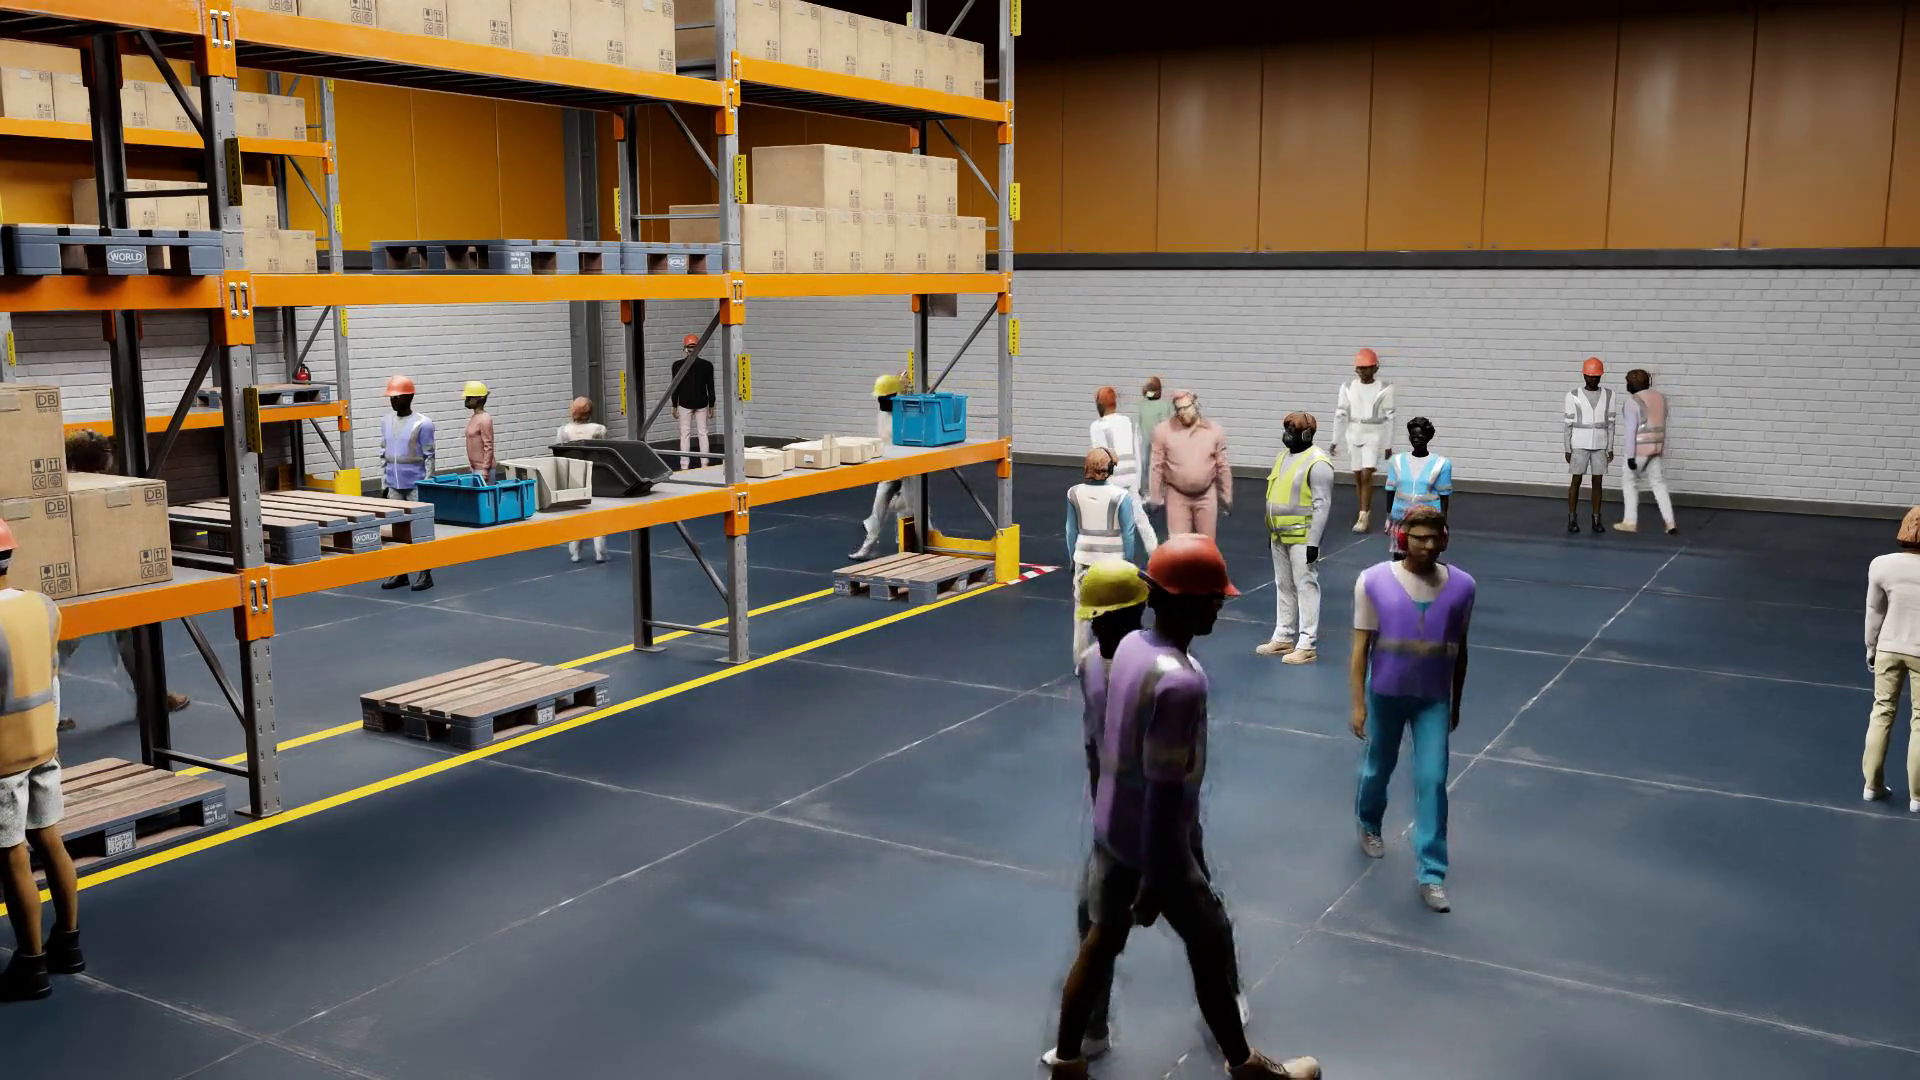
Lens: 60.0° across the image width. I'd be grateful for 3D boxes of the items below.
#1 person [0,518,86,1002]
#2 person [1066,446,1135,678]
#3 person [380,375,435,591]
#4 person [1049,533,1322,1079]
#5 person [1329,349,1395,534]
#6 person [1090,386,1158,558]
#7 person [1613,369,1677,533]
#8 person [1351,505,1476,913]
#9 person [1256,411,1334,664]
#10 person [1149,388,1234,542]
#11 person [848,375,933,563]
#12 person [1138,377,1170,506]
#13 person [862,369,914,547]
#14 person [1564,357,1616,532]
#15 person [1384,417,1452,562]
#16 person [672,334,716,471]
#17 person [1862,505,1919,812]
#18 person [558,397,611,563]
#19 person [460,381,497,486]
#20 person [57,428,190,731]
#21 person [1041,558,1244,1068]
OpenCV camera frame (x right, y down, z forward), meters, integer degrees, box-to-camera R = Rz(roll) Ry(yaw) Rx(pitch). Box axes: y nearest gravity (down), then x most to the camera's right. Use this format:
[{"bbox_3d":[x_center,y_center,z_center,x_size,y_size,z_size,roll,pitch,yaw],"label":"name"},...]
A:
[{"bbox_3d":[-3.748,0.839,6.515,0.375,1.933,0.550,1,9,5],"label":"person"},{"bbox_3d":[0.978,0.169,11.614,0.514,1.641,0.307,5,10,28],"label":"person"},{"bbox_3d":[-4.966,-0.509,14.912,0.543,1.940,0.361,3,10,17],"label":"person"},{"bbox_3d":[0.737,0.966,5.538,1.011,1.992,0.634,-3,9,-15],"label":"person"},{"bbox_3d":[4.383,-1.077,18.221,0.614,2.009,0.829,7,11,37],"label":"person"},{"bbox_3d":[1.522,-0.540,15.612,0.596,1.797,1.153,-6,11,-34],"label":"person"},{"bbox_3d":[7.534,-0.956,18.150,0.644,1.809,0.677,-4,10,-25],"label":"person"},{"bbox_3d":[2.084,0.709,7.755,0.577,1.806,0.950,0,9,1],"label":"person"},{"bbox_3d":[2.450,-0.024,12.184,0.429,1.846,0.626,-4,10,-22],"label":"person"},{"bbox_3d":[1.983,-0.378,14.262,0.730,1.880,0.524,0,9,-2],"label":"person"},{"bbox_3d":[-0.618,-0.698,16.358,0.996,1.866,0.593,-6,11,-33],"label":"person"},{"bbox_3d":[2.367,-1.190,20.179,0.519,1.596,0.484,8,12,42],"label":"person"},{"bbox_3d":[-0.677,-0.834,17.165,0.624,1.870,0.722,0,9,1],"label":"person"},{"bbox_3d":[6.912,-1.037,18.263,0.539,1.930,0.377,1,9,7],"label":"person"},{"bbox_3d":[3.678,-0.147,13.411,0.532,1.696,0.318,5,10,27],"label":"person"},{"bbox_3d":[-3.760,-1.903,23.476,0.611,1.986,0.402,-3,10,-19],"label":"person"},{"bbox_3d":[5.053,0.623,8.829,0.277,1.629,0.496,-7,11,-36],"label":"person"},{"bbox_3d":[-3.676,-0.583,16.317,0.522,1.636,0.310,0,9,-3],"label":"person"},{"bbox_3d":[-4.842,-0.721,16.771,0.315,1.769,0.523,-5,11,-31],"label":"person"},{"bbox_3d":[-5.439,0.243,10.392,0.647,1.893,1.011,7,11,36],"label":"person"},{"bbox_3d":[0.722,0.955,6.091,0.617,1.859,0.921,8,12,40],"label":"person"}]
